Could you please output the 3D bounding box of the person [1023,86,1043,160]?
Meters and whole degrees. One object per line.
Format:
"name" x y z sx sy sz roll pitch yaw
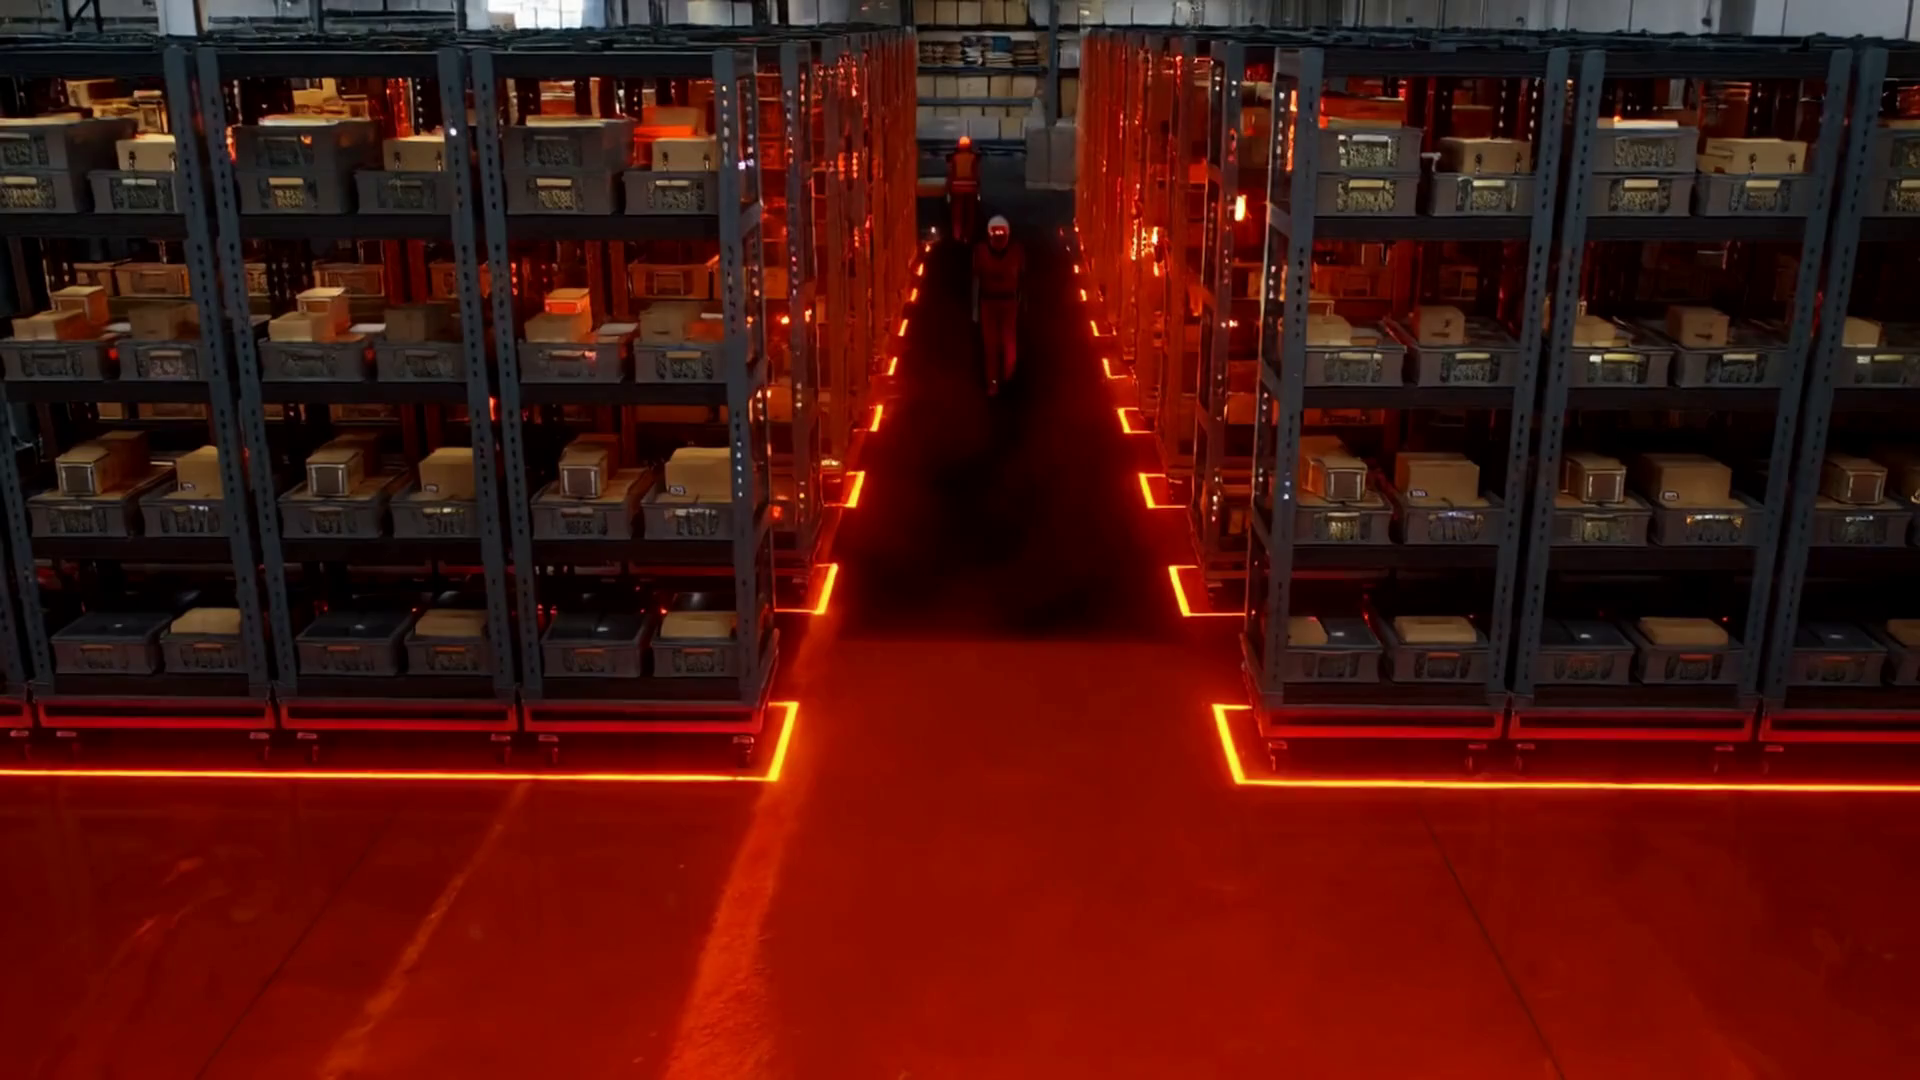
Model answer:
"person" 1.950 -11.254 44.988 0.726 1.968 0.664 -1 17 -2

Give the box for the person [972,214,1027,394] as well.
"person" 0.408 -2.462 17.220 0.566 1.827 0.690 2 18 6

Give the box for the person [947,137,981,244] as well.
"person" 0.063 -6.039 28.679 0.602 1.776 0.975 -1 17 -3

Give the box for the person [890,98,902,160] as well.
"person" -1.611 -11.131 45.017 0.913 1.719 0.525 0 17 0
